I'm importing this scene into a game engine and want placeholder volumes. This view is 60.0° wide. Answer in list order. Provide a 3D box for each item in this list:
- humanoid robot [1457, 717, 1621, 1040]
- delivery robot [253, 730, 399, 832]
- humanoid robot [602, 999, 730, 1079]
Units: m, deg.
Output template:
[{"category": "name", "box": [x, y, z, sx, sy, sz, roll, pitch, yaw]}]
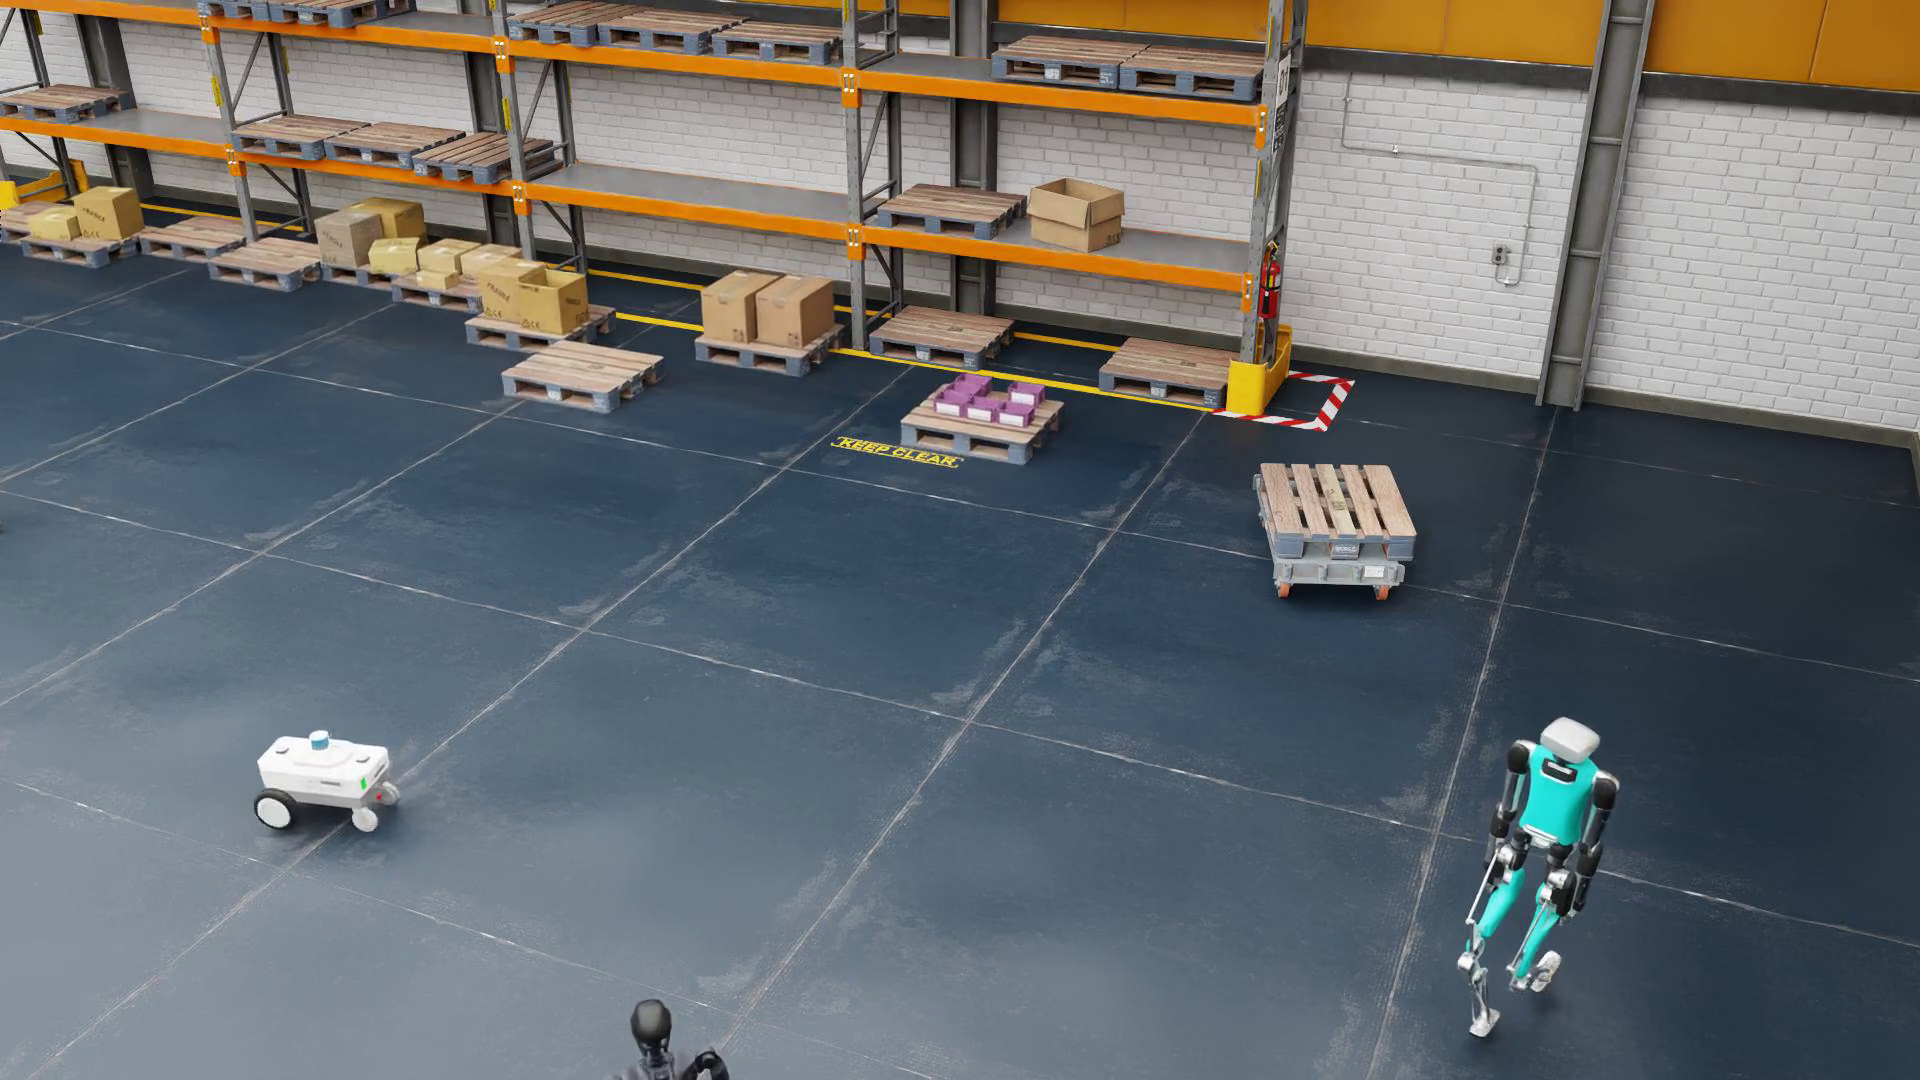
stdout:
[{"category": "humanoid robot", "box": [2.729, 1.697, 8.024, 0.547, 1.735, 0.985, 21, 34, 34]}, {"category": "delivery robot", "box": [-3.762, 1.403, 9.886, 0.767, 0.583, 0.499, 5, 28, 9]}, {"category": "humanoid robot", "box": [-1.094, 2.542, 6.546, 0.584, 1.639, 0.783, -11, 29, -20]}]
